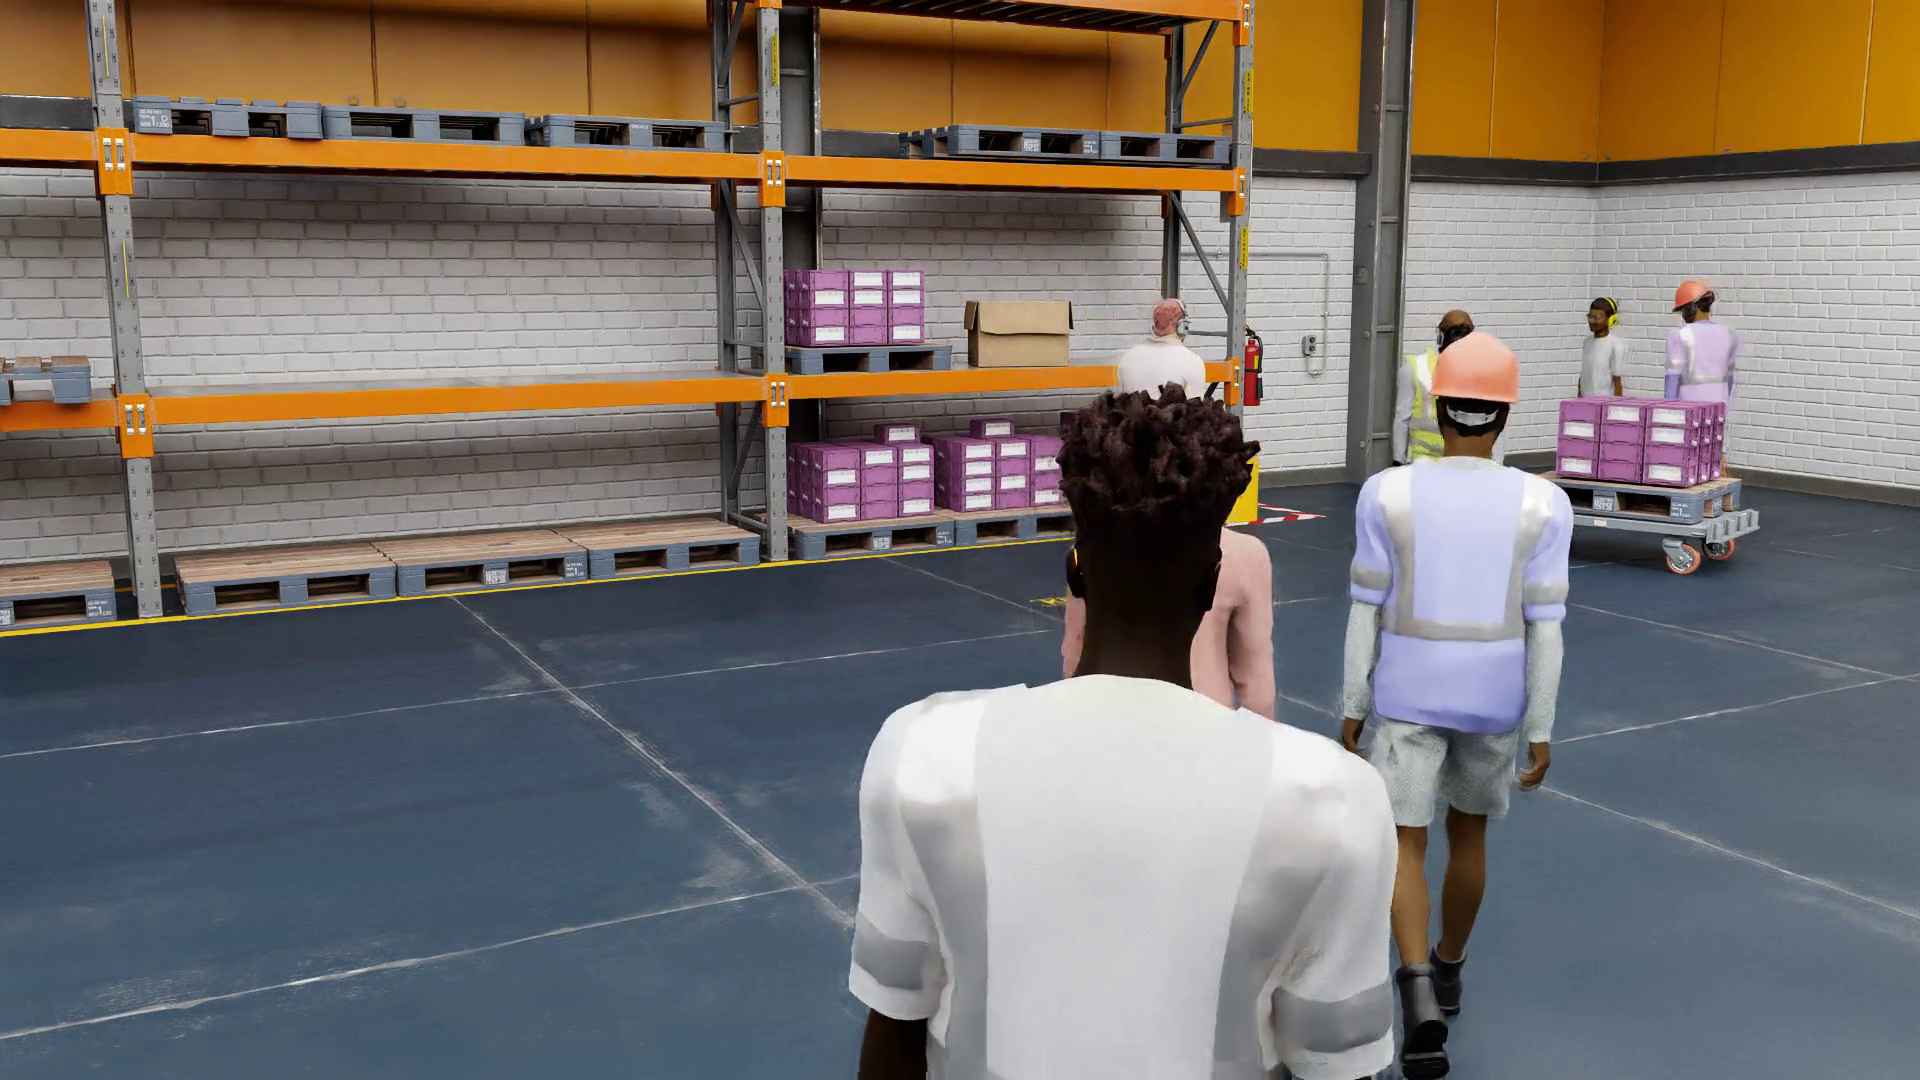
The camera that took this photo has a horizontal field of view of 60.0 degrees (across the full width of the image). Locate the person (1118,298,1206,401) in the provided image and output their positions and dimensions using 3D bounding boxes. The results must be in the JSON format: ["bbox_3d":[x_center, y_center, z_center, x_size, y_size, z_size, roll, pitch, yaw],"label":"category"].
[{"bbox_3d":[1.259,-0.500,10.015,0.659,1.885,0.690,8,12,40],"label":"person"}]

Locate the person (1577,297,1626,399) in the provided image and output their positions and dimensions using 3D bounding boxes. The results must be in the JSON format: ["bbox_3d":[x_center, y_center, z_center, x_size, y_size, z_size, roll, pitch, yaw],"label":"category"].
[{"bbox_3d":[5.211,-1.042,13.440,0.743,1.839,0.552,-2,9,-10],"label":"person"}]

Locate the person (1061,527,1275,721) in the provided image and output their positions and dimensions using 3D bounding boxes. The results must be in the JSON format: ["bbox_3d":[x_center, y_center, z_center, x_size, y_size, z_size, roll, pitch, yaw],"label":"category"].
[{"bbox_3d":[0.518,0.515,4.227,0.522,1.749,0.366,-1,9,-7],"label":"person"}]

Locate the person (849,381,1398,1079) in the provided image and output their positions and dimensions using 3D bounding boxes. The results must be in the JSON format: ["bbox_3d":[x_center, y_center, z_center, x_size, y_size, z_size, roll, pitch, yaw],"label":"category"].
[{"bbox_3d":[0.166,0.798,1.884,0.631,1.948,0.550,1,9,9],"label":"person"}]

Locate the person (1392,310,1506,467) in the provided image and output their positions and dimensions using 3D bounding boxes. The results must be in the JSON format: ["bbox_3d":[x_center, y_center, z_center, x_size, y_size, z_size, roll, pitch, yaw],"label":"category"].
[{"bbox_3d":[3.029,-0.497,10.213,0.657,1.800,0.934,0,9,2],"label":"person"}]

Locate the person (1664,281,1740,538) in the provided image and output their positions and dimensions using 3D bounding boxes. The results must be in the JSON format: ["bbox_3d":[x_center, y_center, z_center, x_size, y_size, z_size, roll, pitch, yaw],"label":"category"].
[{"bbox_3d":[5.680,-1.002,12.822,0.621,1.965,1.050,-1,9,-5],"label":"person"}]

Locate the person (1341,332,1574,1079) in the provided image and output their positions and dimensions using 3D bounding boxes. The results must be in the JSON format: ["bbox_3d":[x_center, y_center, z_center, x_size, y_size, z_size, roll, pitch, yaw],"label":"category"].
[{"bbox_3d":[1.278,0.421,4.317,0.551,1.910,0.845,2,10,12],"label":"person"}]
